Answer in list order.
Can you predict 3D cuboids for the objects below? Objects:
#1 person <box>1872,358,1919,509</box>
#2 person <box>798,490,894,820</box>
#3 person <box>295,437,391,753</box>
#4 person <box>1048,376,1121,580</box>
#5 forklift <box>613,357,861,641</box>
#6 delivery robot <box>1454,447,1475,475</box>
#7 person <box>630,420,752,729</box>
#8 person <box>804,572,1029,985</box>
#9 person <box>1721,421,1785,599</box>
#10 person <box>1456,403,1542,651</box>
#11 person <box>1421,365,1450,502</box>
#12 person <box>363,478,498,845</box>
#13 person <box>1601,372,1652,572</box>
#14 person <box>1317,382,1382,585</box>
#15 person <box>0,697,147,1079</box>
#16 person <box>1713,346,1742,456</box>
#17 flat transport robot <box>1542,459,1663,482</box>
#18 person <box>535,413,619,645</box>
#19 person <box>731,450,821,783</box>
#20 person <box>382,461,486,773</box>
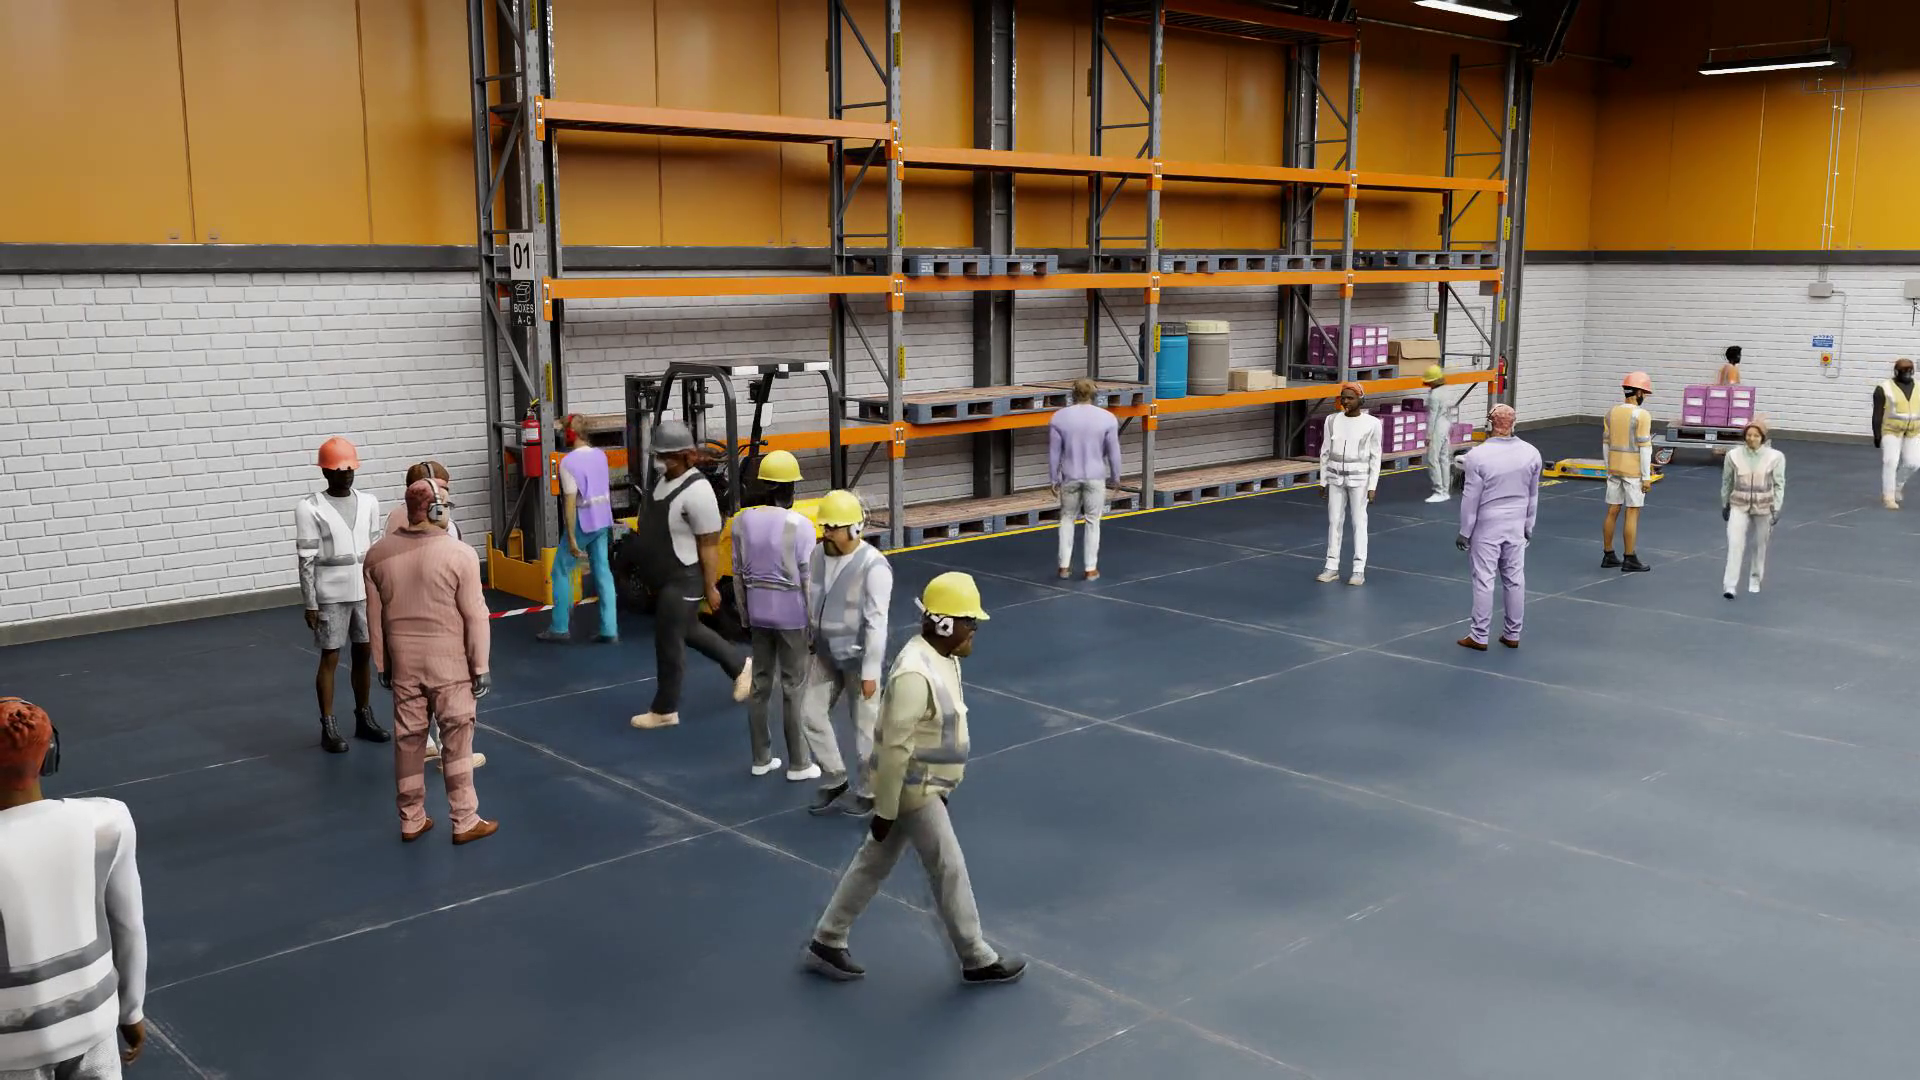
[{"bbox_3d":[11.323,-1.285,20.039,0.643,1.821,0.450,1,10,5],"label":"person"},{"bbox_3d":[-0.619,0.622,8.894,0.618,1.807,0.528,9,13,42],"label":"person"},{"bbox_3d":[-3.778,0.330,10.248,0.361,1.935,0.553,8,12,38],"label":"person"},{"bbox_3d":[1.165,-0.569,15.559,0.662,1.932,0.441,2,10,12],"label":"person"},{"bbox_3d":[-1.847,-0.414,13.852,1.214,2.155,2.313,-9,13,-42],"label":"forklift"},{"bbox_3d":[6.704,-0.967,21.609,0.477,0.478,0.707,-1,10,-4],"label":"delivery robot"},{"bbox_3d":[-1.736,0.174,10.861,0.882,2.000,0.670,-5,11,-25],"label":"person"},{"bbox_3d":[-0.221,1.000,6.889,0.952,1.769,0.590,0,10,3],"label":"person"},{"bbox_3d":[7.034,-0.271,14.787,0.512,1.585,0.871,6,11,29],"label":"person"},{"bbox_3d":[4.128,-0.097,12.838,0.639,1.910,0.407,-2,10,-13],"label":"person"},{"bbox_3d":[5.932,-1.329,20.664,0.348,1.700,0.659,6,11,30],"label":"person"},{"bbox_3d":[-2.718,0.627,8.612,0.652,1.902,0.402,2,10,11],"label":"person"},{"bbox_3d":[6.463,-0.658,16.066,0.372,1.928,0.543,-4,11,-25],"label":"person"},{"bbox_3d":[3.600,-0.525,15.418,0.576,1.882,0.355,6,12,33],"label":"person"},{"bbox_3d":[-2.479,1.342,4.485,0.356,1.883,0.572,7,12,37],"label":"person"},{"bbox_3d":[11.731,-2.097,25.177,0.565,1.677,0.552,1,10,9],"label":"person"},{"bbox_3d":[8.745,-0.954,22.639,1.431,0.197,0.652,6,12,33],"label":"flat transport robot"},{"bbox_3d":[-3.017,-0.083,13.020,0.800,1.812,0.575,5,11,26],"label":"person"},{"bbox_3d":[-1.042,0.442,9.621,0.585,1.927,0.366,5,11,28],"label":"person"},{"bbox_3d":[-3.106,0.449,9.830,0.634,1.842,0.429,7,12,37],"label":"person"}]
